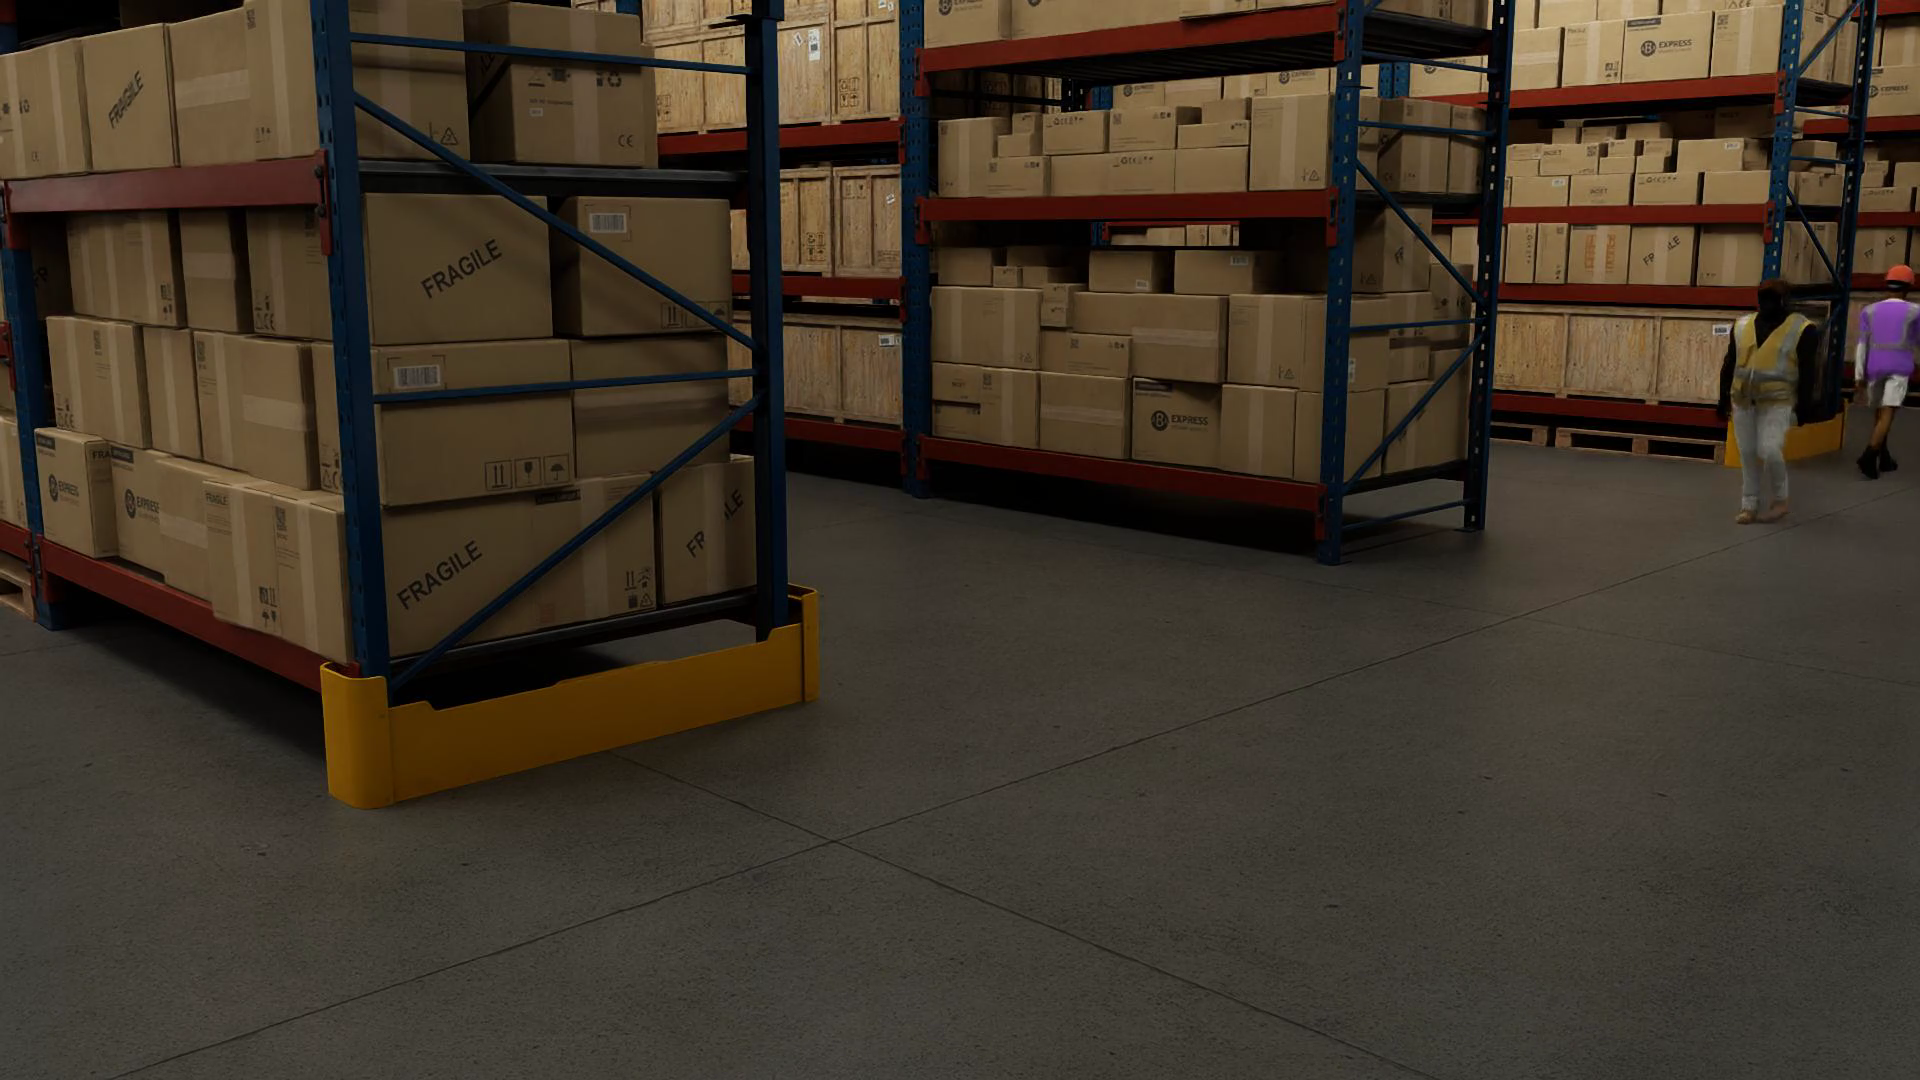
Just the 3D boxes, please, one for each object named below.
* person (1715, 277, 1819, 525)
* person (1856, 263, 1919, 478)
[{"bbox_3d":[5.910,-1.014,12.254,0.443,1.826,0.634,-8,13,-37],"label":"person"},{"bbox_3d":[8.231,-1.505,14.779,0.977,1.900,0.543,-10,14,-43],"label":"person"}]
